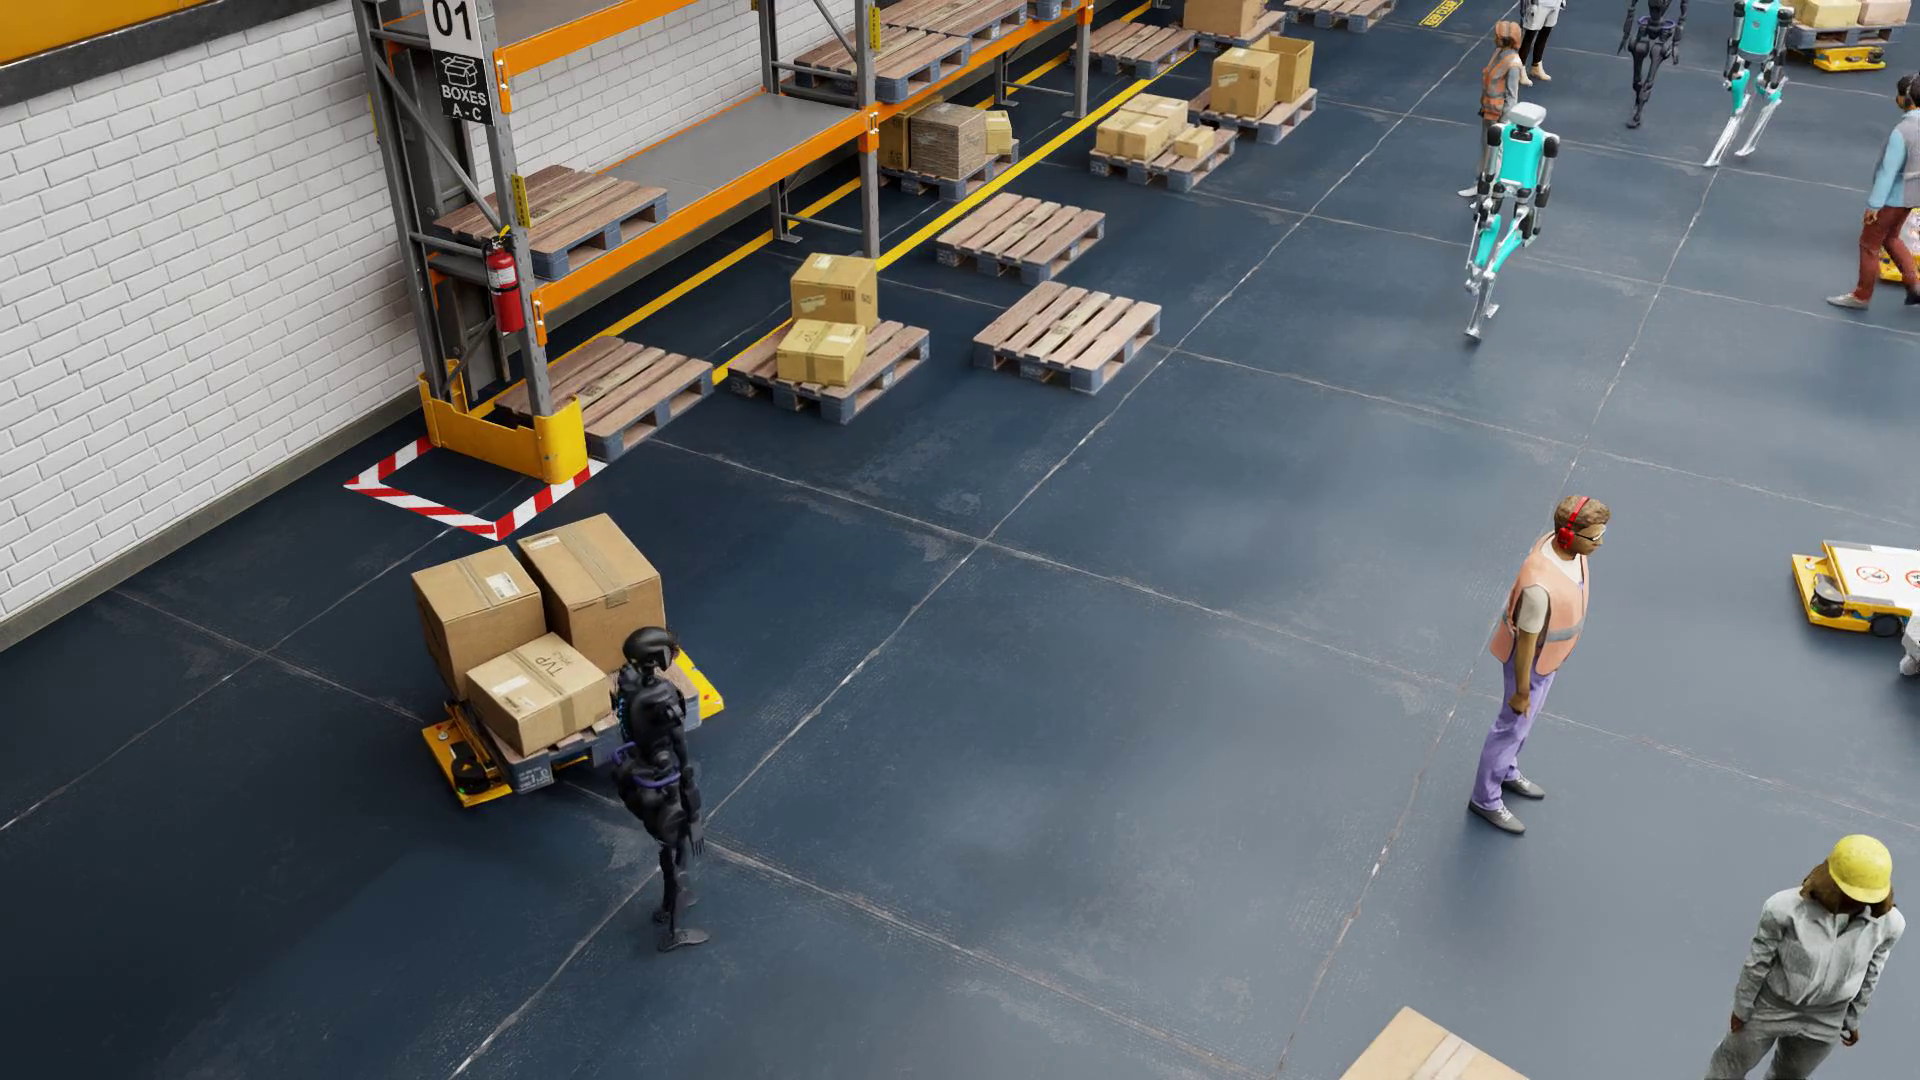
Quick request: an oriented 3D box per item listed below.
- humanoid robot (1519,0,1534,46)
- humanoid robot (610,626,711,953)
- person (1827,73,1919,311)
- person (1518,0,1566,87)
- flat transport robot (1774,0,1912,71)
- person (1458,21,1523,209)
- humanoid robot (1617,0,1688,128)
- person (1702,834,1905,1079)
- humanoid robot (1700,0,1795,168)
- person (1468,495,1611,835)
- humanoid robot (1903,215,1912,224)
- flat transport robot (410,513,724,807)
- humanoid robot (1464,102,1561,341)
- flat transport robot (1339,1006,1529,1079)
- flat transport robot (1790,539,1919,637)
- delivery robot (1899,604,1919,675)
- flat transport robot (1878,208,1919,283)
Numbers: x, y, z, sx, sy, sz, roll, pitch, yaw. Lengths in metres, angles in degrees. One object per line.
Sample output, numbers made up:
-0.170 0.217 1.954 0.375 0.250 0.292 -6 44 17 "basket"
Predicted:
6.394 -6.347 18.528 0.591 1.645 0.768 -5 34 -7 "humanoid robot"
-1.310 1.076 7.241 0.327 1.651 0.603 -25 41 -33 "humanoid robot"
7.186 -2.589 12.631 0.594 1.858 0.591 -28 43 -35 "person"
6.121 -5.612 17.346 0.532 1.692 0.320 -20 38 -27 "person"
9.579 -5.528 18.511 0.659 0.231 1.431 -5 34 -7 "flat transport robot"
4.676 -3.708 14.515 0.311 1.637 0.512 -1 33 -2 "person"
6.826 -4.943 16.391 0.615 1.627 0.768 23 40 31 "humanoid robot"
3.108 1.752 6.158 0.486 1.743 0.310 4 34 5 "person"
7.360 -4.288 15.316 0.888 1.772 0.531 -26 42 -34 "humanoid robot"
2.706 0.565 7.873 0.376 1.840 0.562 20 38 27 "person"
7.898 -3.174 13.568 0.531 1.737 0.717 -22 39 -30 "humanoid robot"
-2.038 0.911 8.770 1.431 0.231 0.659 -20 38 -27 "flat transport robot"
3.968 -2.284 12.331 0.530 1.787 1.031 21 39 29 "humanoid robot"
1.656 2.774 5.951 0.659 0.231 1.431 27 42 34 "flat transport robot"
5.653 0.334 9.643 1.431 0.231 0.659 7 34 11 "flat transport robot"
5.393 0.687 8.867 0.514 0.614 0.786 -3 34 -5 "delivery robot"
8.002 -2.480 13.901 0.659 0.231 1.431 11 35 16 "flat transport robot"
